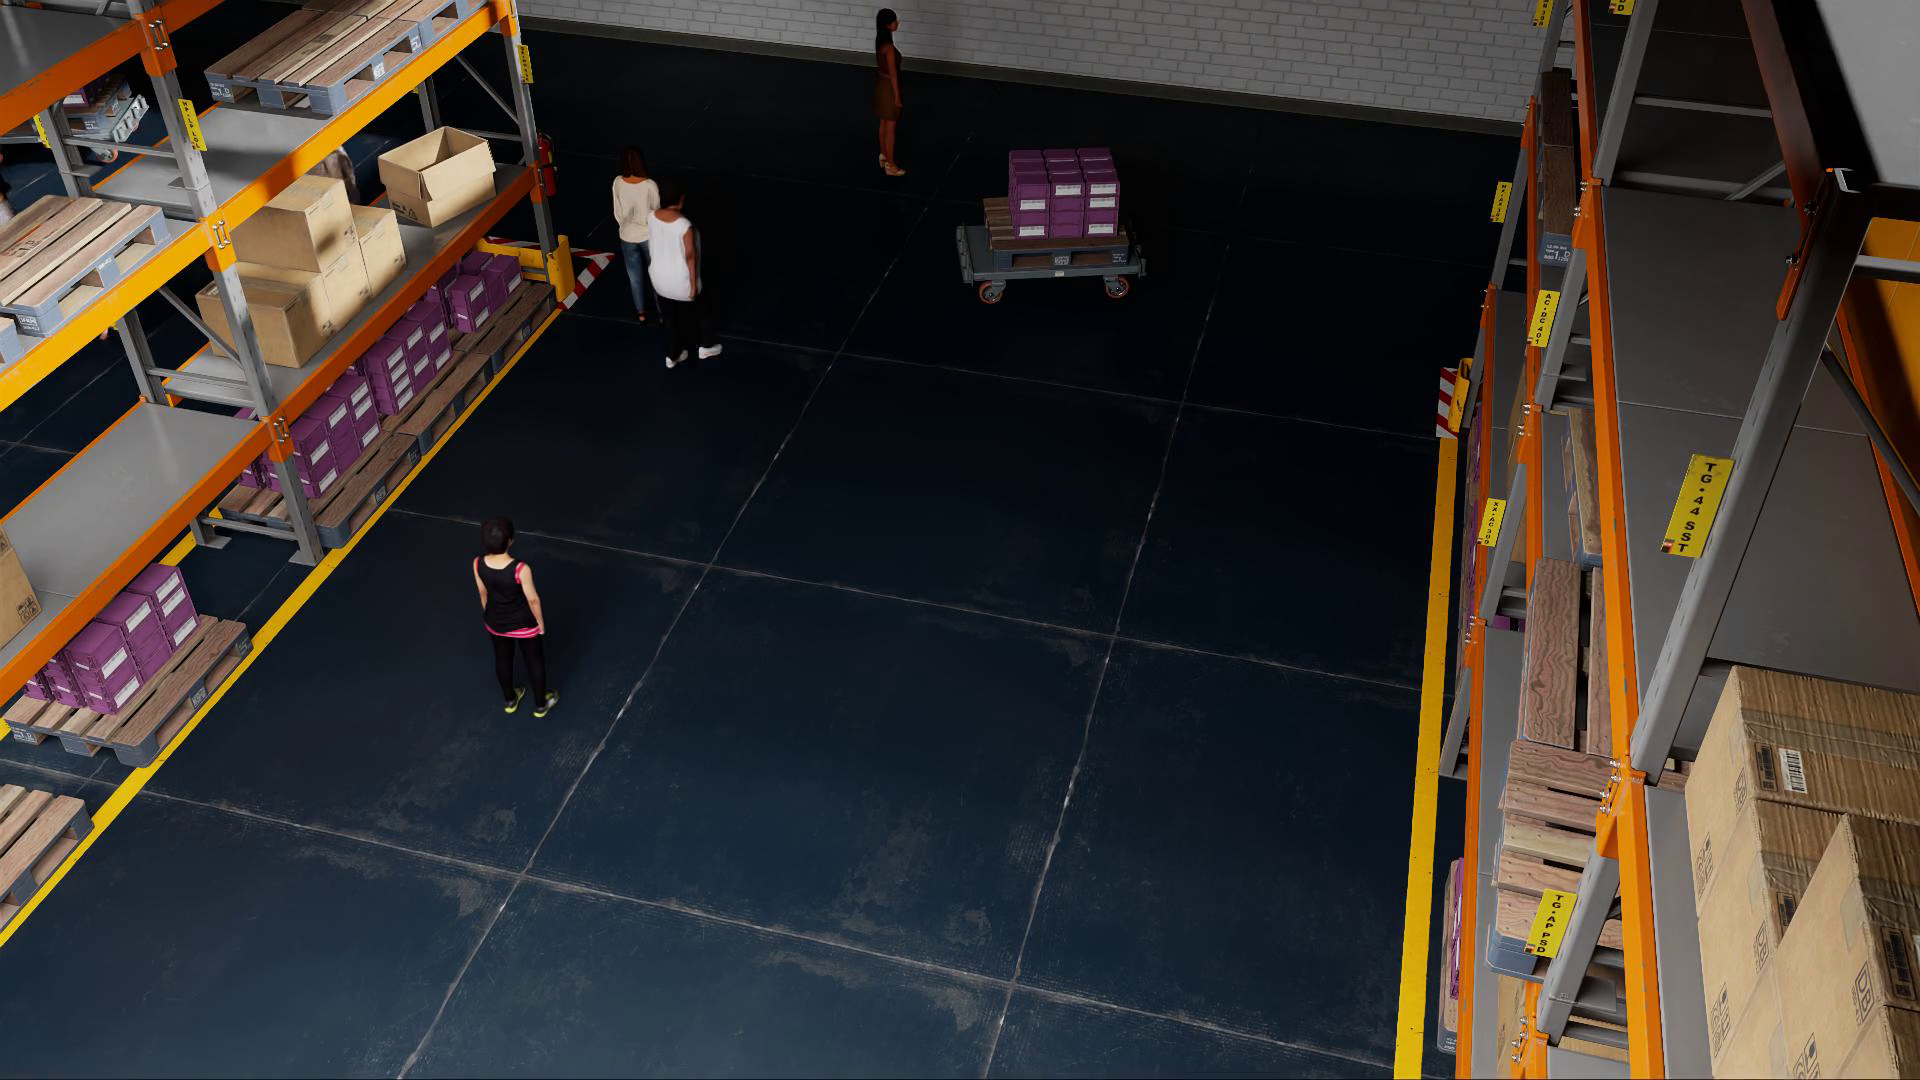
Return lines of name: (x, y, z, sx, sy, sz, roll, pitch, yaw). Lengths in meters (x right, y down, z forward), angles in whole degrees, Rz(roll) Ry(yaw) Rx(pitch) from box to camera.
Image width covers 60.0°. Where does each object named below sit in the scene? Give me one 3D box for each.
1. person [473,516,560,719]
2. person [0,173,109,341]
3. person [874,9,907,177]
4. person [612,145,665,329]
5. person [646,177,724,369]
person: (-2.839, 0.494, 10.513, 0.561, 1.549, 0.533, 6, 39, 8)
person: (-7.681, -2.281, 13.830, 1.119, 1.747, 0.928, -32, 48, -33)
person: (-0.713, -4.481, 16.629, 0.699, 1.690, 0.601, -11, 40, -13)
person: (-2.731, -2.600, 14.281, 0.598, 1.683, 0.525, 10, 40, 12)
person: (-2.376, -2.164, 13.745, 0.747, 1.669, 0.806, 20, 43, 23)
